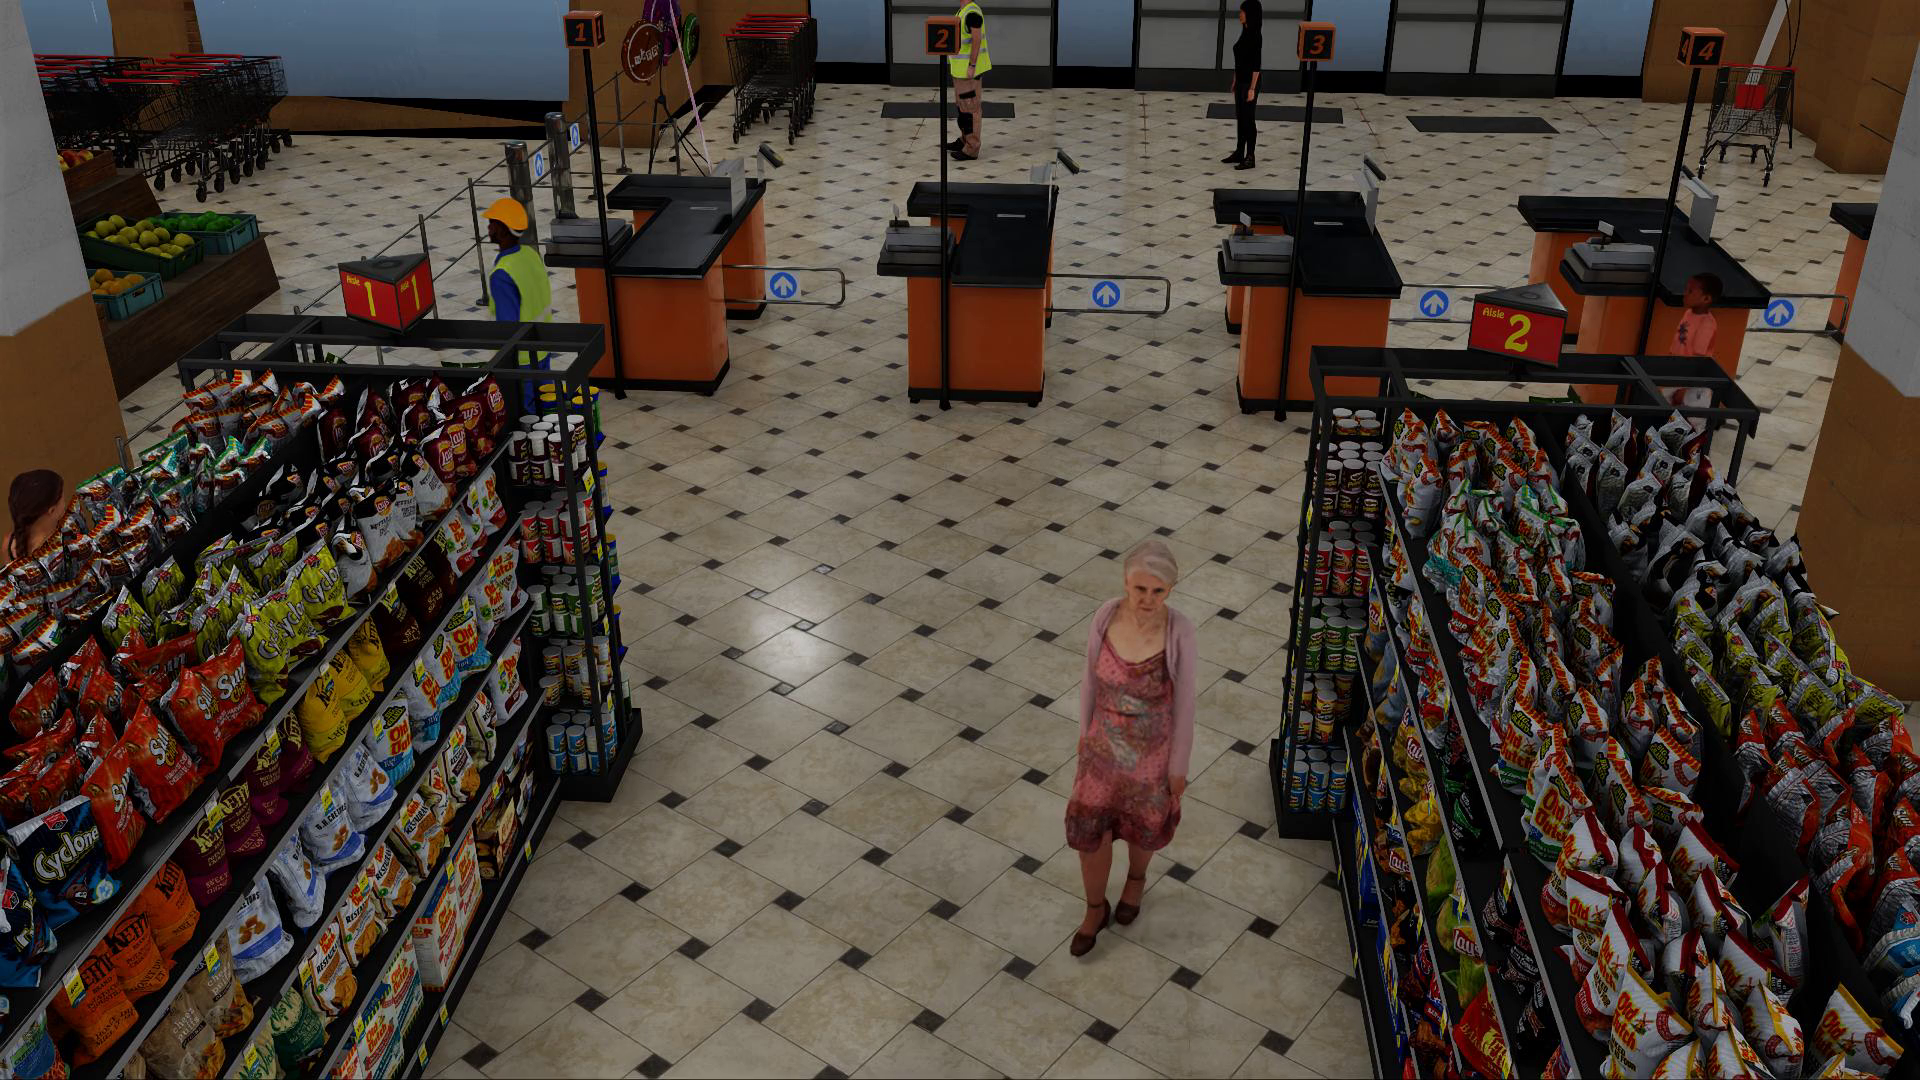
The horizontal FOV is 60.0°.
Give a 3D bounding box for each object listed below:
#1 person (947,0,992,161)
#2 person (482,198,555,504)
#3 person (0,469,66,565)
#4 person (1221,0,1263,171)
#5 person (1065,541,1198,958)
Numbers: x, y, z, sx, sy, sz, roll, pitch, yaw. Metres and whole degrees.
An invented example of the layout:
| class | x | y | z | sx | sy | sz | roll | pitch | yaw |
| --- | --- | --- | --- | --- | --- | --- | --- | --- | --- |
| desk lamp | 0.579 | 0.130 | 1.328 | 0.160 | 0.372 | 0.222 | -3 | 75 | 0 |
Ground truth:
| class | x | y | z | sx | sy | sz | roll | pitch | yaw |
| --- | --- | --- | --- | --- | --- | --- | --- | --- | --- |
| person | 0.061 | -4.841 | 16.979 | 0.840 | 1.846 | 0.738 | -5 | 27 | -9 |
| person | -2.516 | -1.082 | 9.605 | 0.733 | 1.813 | 0.532 | 4 | 27 | 9 |
| person | -3.728 | 0.466 | 6.851 | 0.587 | 1.542 | 0.848 | 5 | 27 | 11 |
| person | 2.885 | -4.574 | 16.679 | 0.709 | 1.642 | 0.563 | -8 | 28 | -15 |
| person | 0.672 | 0.718 | 6.210 | 0.708 | 1.672 | 0.811 | 10 | 28 | 18 |
